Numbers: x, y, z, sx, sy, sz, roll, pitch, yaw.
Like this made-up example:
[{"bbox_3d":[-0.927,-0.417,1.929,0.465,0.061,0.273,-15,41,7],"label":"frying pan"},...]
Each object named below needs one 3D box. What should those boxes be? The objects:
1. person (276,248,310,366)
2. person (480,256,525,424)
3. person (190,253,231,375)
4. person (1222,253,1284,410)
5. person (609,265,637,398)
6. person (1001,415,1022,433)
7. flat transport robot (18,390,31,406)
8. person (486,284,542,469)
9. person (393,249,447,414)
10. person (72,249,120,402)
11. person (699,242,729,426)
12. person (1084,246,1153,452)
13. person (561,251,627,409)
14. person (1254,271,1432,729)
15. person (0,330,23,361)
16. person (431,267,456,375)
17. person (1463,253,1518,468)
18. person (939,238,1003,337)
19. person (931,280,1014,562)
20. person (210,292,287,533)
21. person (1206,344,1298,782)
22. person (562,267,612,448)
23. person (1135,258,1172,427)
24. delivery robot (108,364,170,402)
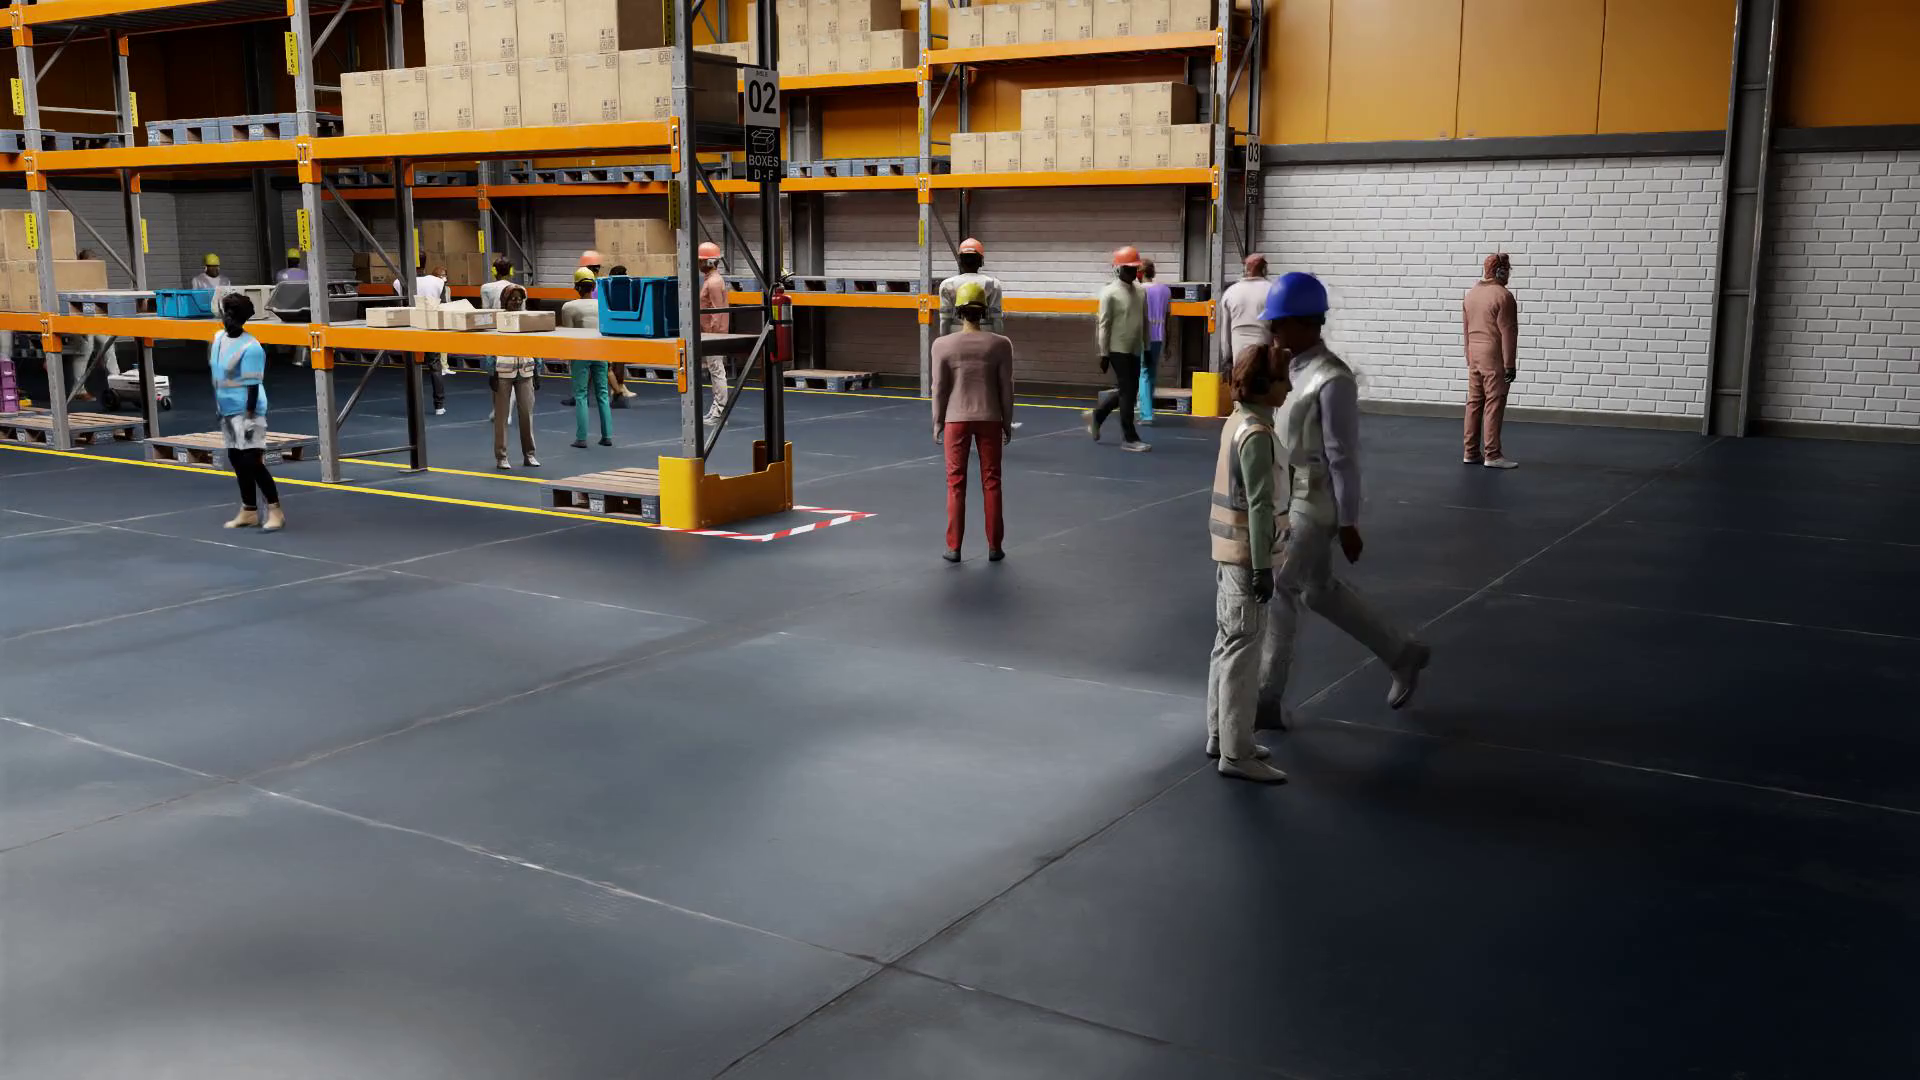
[{"bbox_3d":[-10.556,-3.696,26.494,0.594,1.901,0.759,-10,14,-43],"label":"person"},{"bbox_3d":[-5.097,-2.224,18.519,0.554,1.830,0.756,-4,11,-23],"label":"person"},{"bbox_3d":[-11.077,-3.345,24.765,0.498,1.819,0.618,8,13,39],"label":"person"},{"bbox_3d":[2.888,-1.847,16.266,0.676,1.891,0.432,6,12,31],"label":"person"},{"bbox_3d":[-4.383,-2.683,21.452,0.315,1.696,0.540,-5,11,-27],"label":"person"},{"bbox_3d":[0.245,-1.883,17.289,0.830,1.588,0.519,4,11,19],"label":"person"},{"bbox_3d":[-11.962,-1.728,20.111,1.431,0.197,0.652,6,12,31],"label":"flat transport robot"},{"bbox_3d":[-3.968,-1.448,14.795,0.511,1.633,0.313,-7,13,-36],"label":"person"},{"bbox_3d":[-6.229,-2.399,19.266,0.597,1.915,0.379,-5,11,-26],"label":"person"},{"bbox_3d":[-10.739,-2.656,20.737,0.902,1.897,0.646,2,10,12],"label":"person"},{"bbox_3d":[-2.714,-2.250,18.221,0.375,1.996,0.608,-2,10,-10],"label":"person"},{"bbox_3d":[1.534,-1.849,16.093,0.823,1.970,0.616,9,14,42],"label":"person"},{"bbox_3d":[-4.419,-2.519,20.022,0.906,1.894,0.560,2,10,10],"label":"person"},{"bbox_3d":[1.536,-0.159,6.900,0.920,1.907,0.581,-1,10,-5],"label":"person"},{"bbox_3d":[-12.119,-2.671,20.823,0.673,1.909,0.694,-4,11,-23],"label":"person"},{"bbox_3d":[-7.804,-3.286,24.997,0.282,1.625,0.492,5,11,25],"label":"person"},{"bbox_3d":[4.761,-1.598,14.857,0.408,1.908,0.642,-4,11,-20],"label":"person"},{"bbox_3d":[0.109,-1.837,15.826,0.606,2.037,0.382,1,10,3],"label":"person"},{"bbox_3d":[0.079,-0.737,10.467,0.525,1.772,0.307,-1,10,-5],"label":"person"},{"bbox_3d":[-4.965,-0.877,11.552,0.597,1.676,0.358,10,14,43],"label":"person"},{"bbox_3d":[1.098,0.081,6.301,0.310,1.636,0.523,0,10,0],"label":"person"},{"bbox_3d":[-3.654,-1.782,16.301,0.529,1.761,0.341,-8,13,-38],"label":"person"},{"bbox_3d":[2.004,-2.146,18.145,0.595,1.837,0.558,-5,11,-23],"label":"person"},{"bbox_3d":[-9.741,-1.846,19.720,0.707,0.478,0.477,4,11,23],"label":"delivery robot"}]
